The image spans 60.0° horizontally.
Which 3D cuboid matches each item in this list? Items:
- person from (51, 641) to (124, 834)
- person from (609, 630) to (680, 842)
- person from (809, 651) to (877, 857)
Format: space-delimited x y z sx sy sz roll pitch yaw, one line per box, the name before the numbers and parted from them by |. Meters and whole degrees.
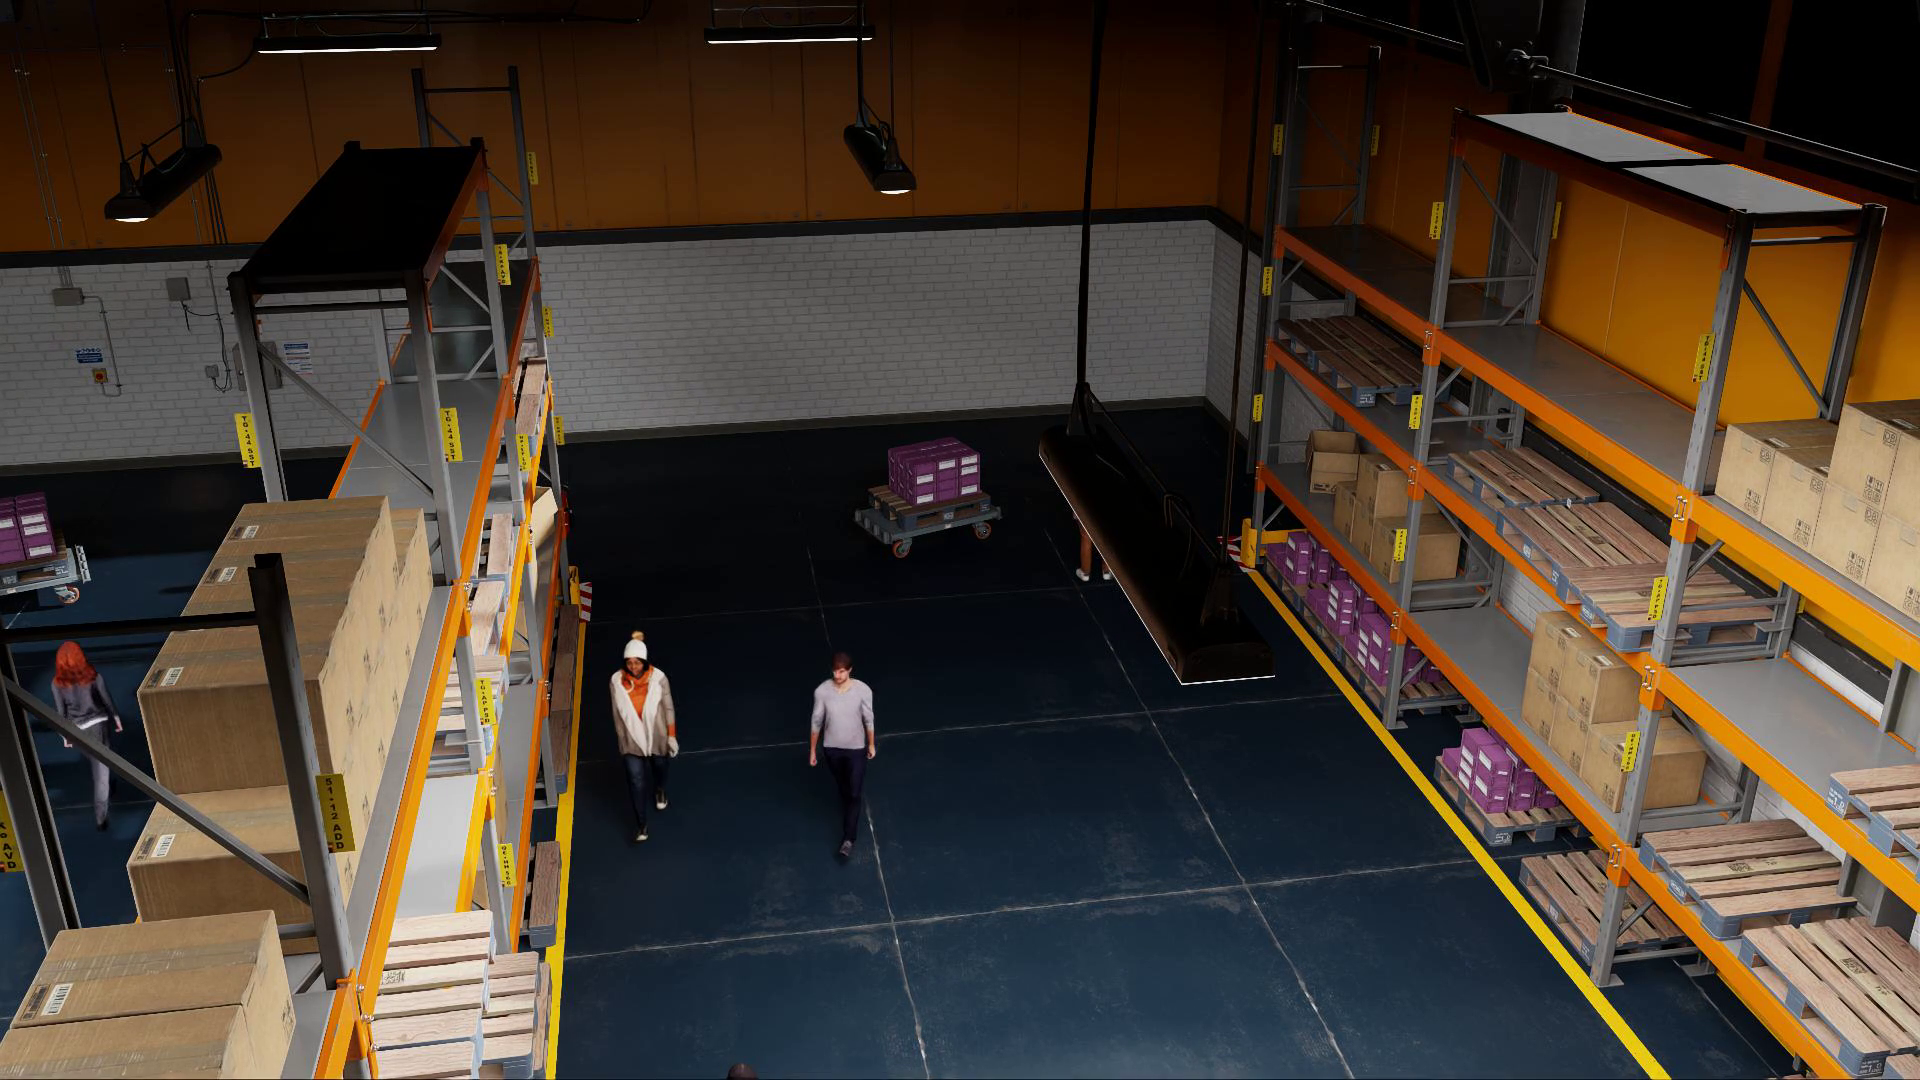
person | -7.614 1.742 14.545 0.681 1.730 1.201 -7 24 -15
person | -2.751 1.636 14.638 0.702 1.850 1.118 -4 24 -9
person | -0.977 1.759 14.421 0.956 1.798 1.241 4 24 9
